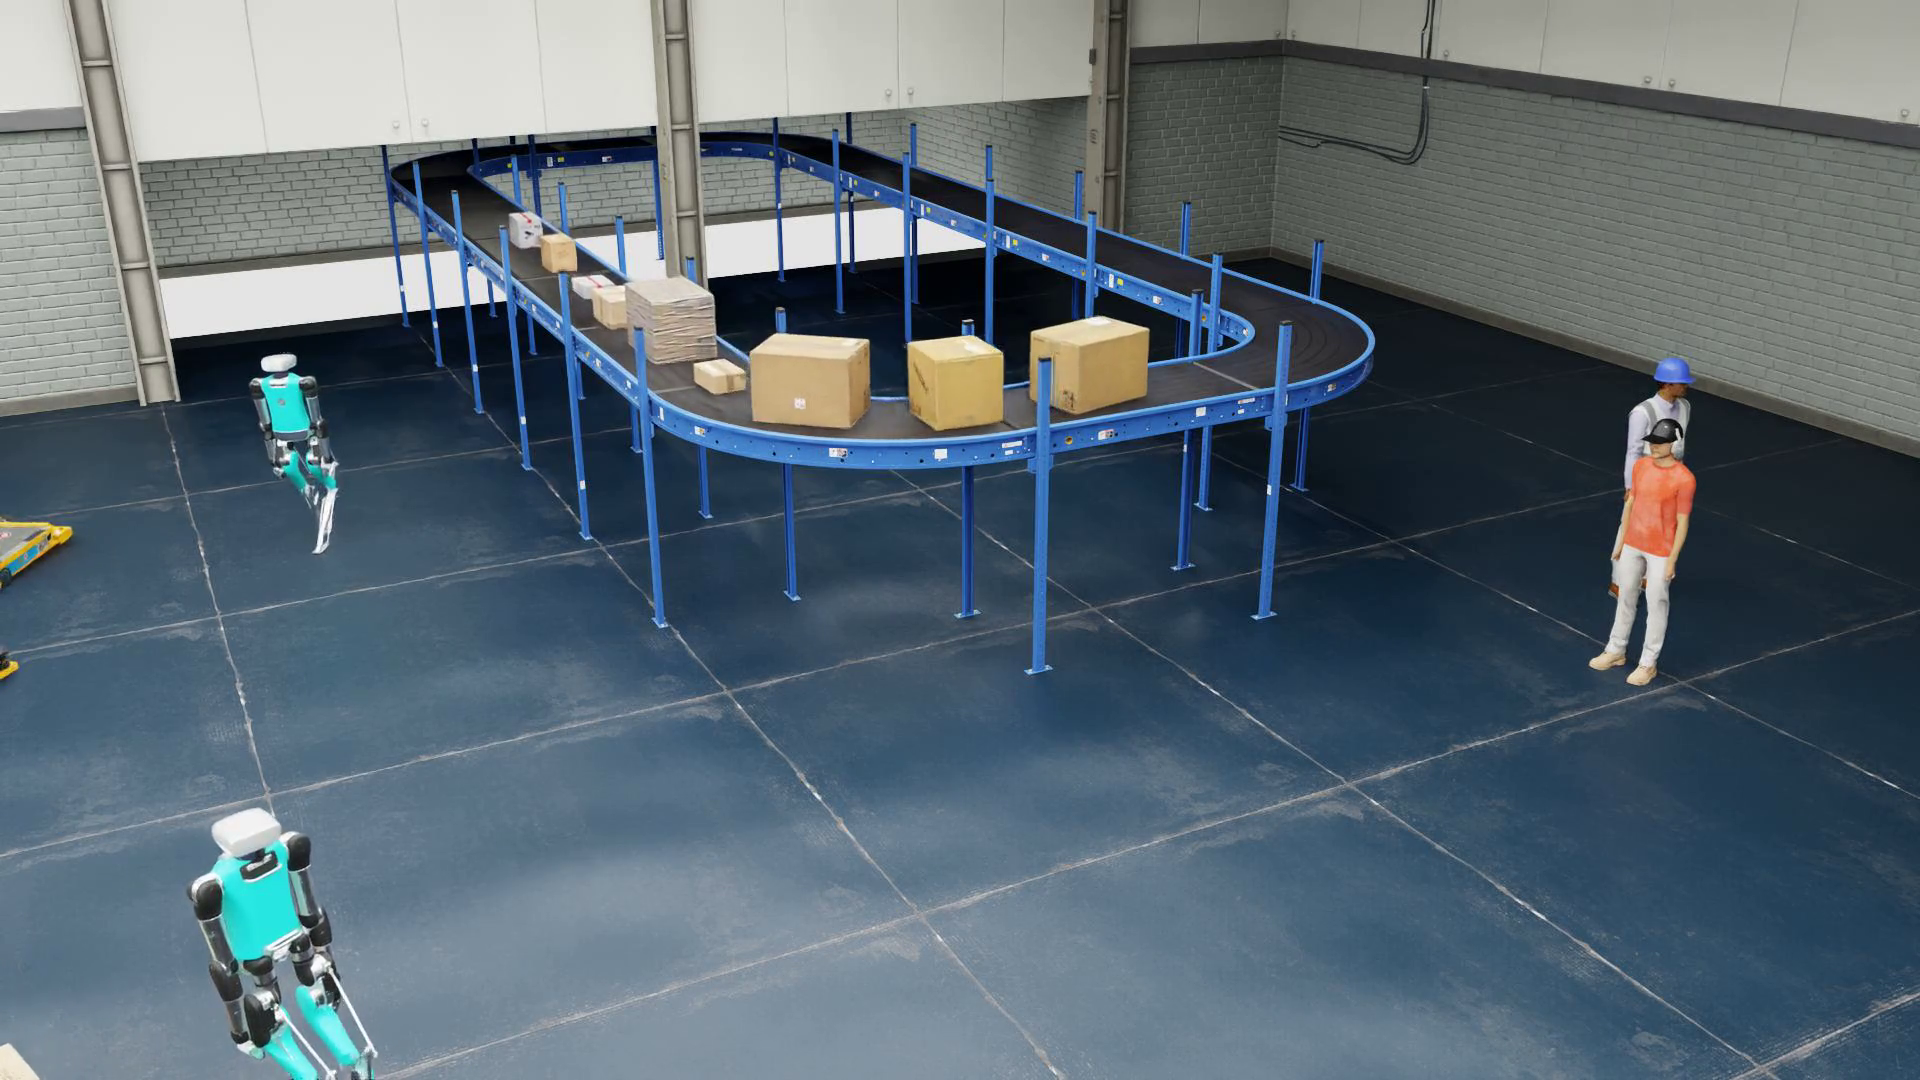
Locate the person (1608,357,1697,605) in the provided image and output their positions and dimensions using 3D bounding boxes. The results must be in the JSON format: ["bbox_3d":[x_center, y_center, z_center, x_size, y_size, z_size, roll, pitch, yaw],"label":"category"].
[{"bbox_3d":[5.324,-0.464,12.781,0.613,1.949,0.379,-13,25,-29],"label":"person"}]

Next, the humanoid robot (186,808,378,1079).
[{"bbox_3d":[-2.716,1.983,6.962,0.751,1.735,0.531,14,26,30],"label":"humanoid robot"}]

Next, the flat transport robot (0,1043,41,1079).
[{"bbox_3d":[-4.390,2.794,6.969,0.659,0.231,1.431,12,25,26],"label":"flat transport robot"}]

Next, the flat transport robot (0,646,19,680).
[{"bbox_3d":[-7.442,0.917,11.610,1.431,0.231,0.659,4,22,10],"label":"flat transport robot"}]

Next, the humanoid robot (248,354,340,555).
[{"bbox_3d":[-5.392,-0.706,13.796,0.545,1.875,0.827,0,22,0],"label":"humanoid robot"}]

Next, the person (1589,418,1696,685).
[{"bbox_3d":[4.749,0.075,11.504,0.395,1.912,0.476,-15,26,-32],"label":"person"}]

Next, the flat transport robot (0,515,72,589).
[{"bbox_3d":[-7.900,0.150,13.505,0.659,0.231,1.431,0,22,0],"label":"flat transport robot"}]
